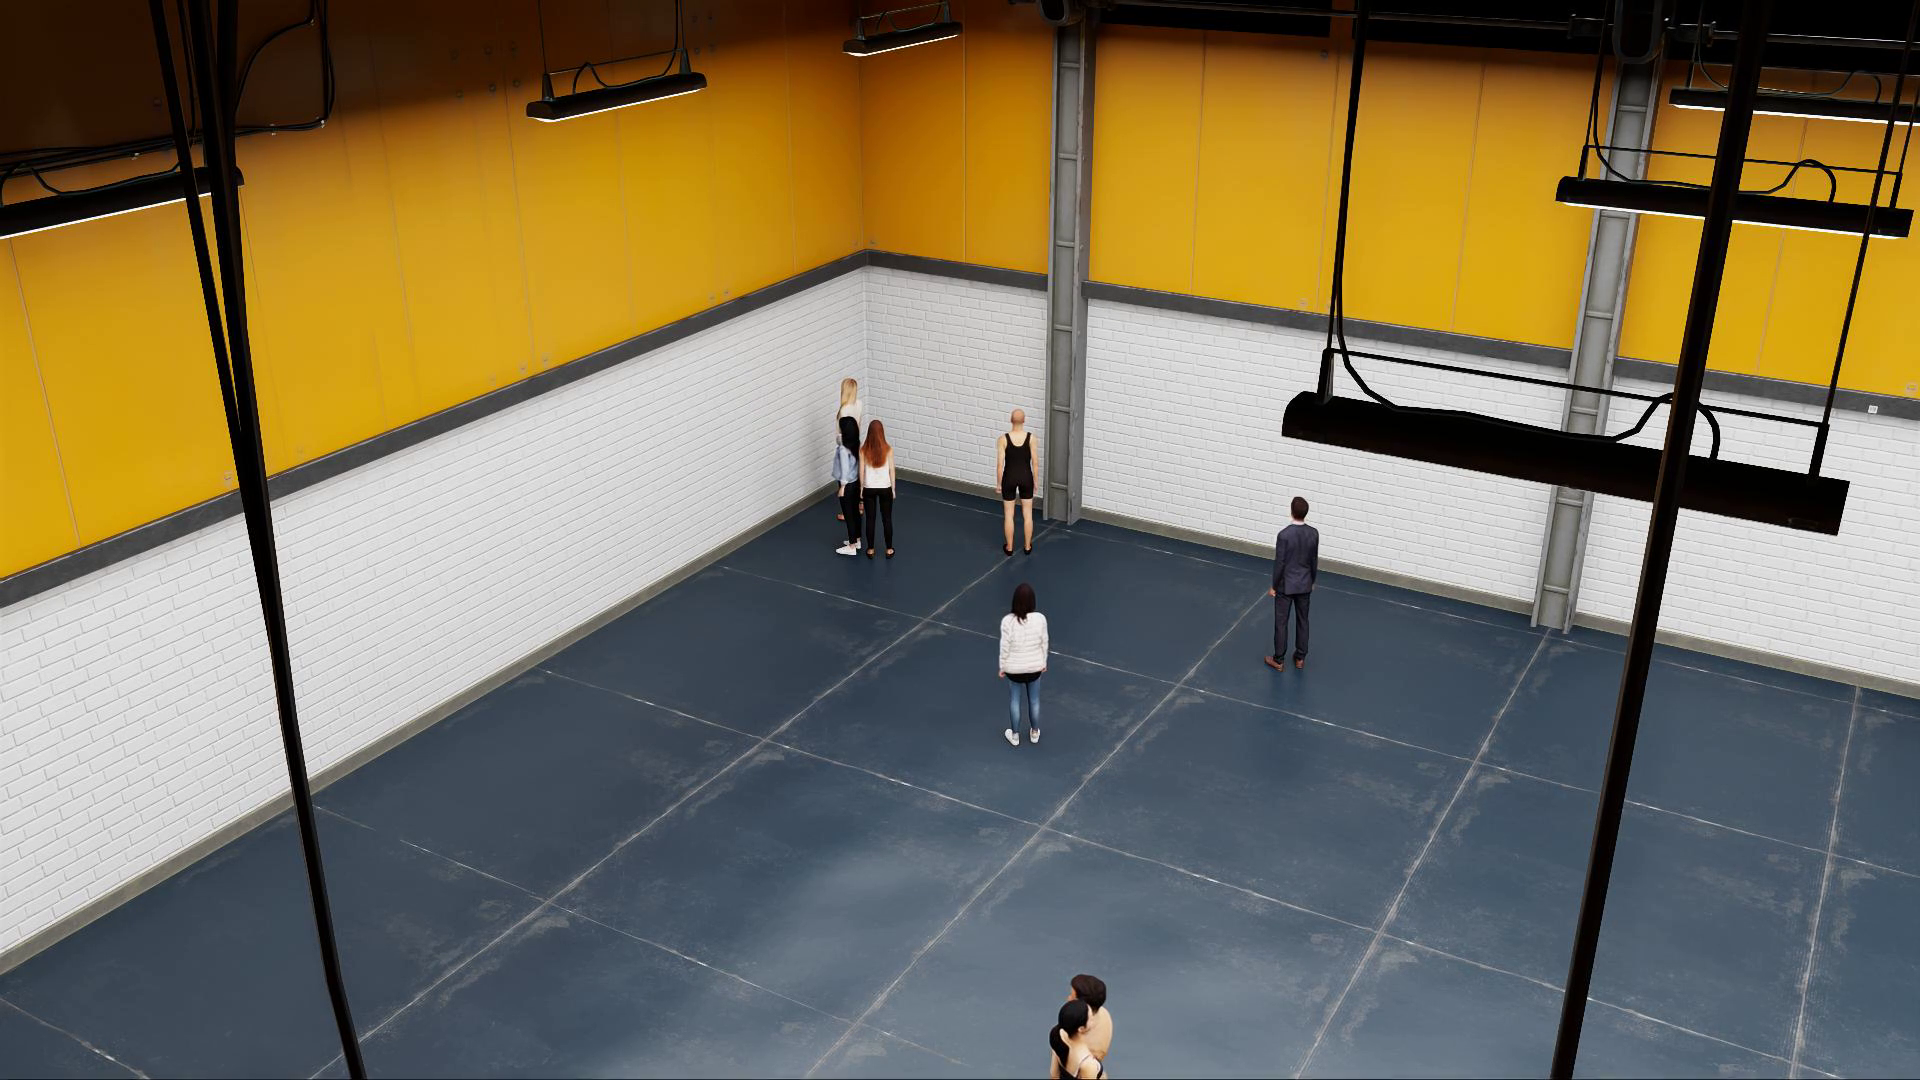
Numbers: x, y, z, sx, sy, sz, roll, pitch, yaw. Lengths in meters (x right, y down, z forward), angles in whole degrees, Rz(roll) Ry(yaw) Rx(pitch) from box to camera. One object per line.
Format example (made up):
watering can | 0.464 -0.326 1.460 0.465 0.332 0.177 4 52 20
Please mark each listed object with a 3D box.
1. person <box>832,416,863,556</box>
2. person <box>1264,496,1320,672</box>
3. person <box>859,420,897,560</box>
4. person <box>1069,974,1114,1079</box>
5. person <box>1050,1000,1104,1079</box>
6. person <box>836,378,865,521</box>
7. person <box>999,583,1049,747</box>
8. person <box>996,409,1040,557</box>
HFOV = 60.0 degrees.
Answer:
person | -1.309 -0.658 19.690 0.617 1.711 0.640 7 25 16
person | 3.399 0.442 16.977 0.737 1.868 0.797 -6 24 -14
person | -0.965 -0.594 19.530 0.604 1.722 0.708 -1 24 -1
person | 0.793 3.422 10.337 0.743 1.726 0.736 3 24 8
person | 0.686 3.516 10.119 0.714 1.730 0.613 -15 28 -31
person | -1.339 -1.133 20.631 0.548 1.827 0.612 10 26 22
person | 0.597 1.163 15.615 0.681 1.638 0.766 -3 24 -7
person | 0.679 -0.684 19.620 0.657 1.815 0.775 -2 24 -4
